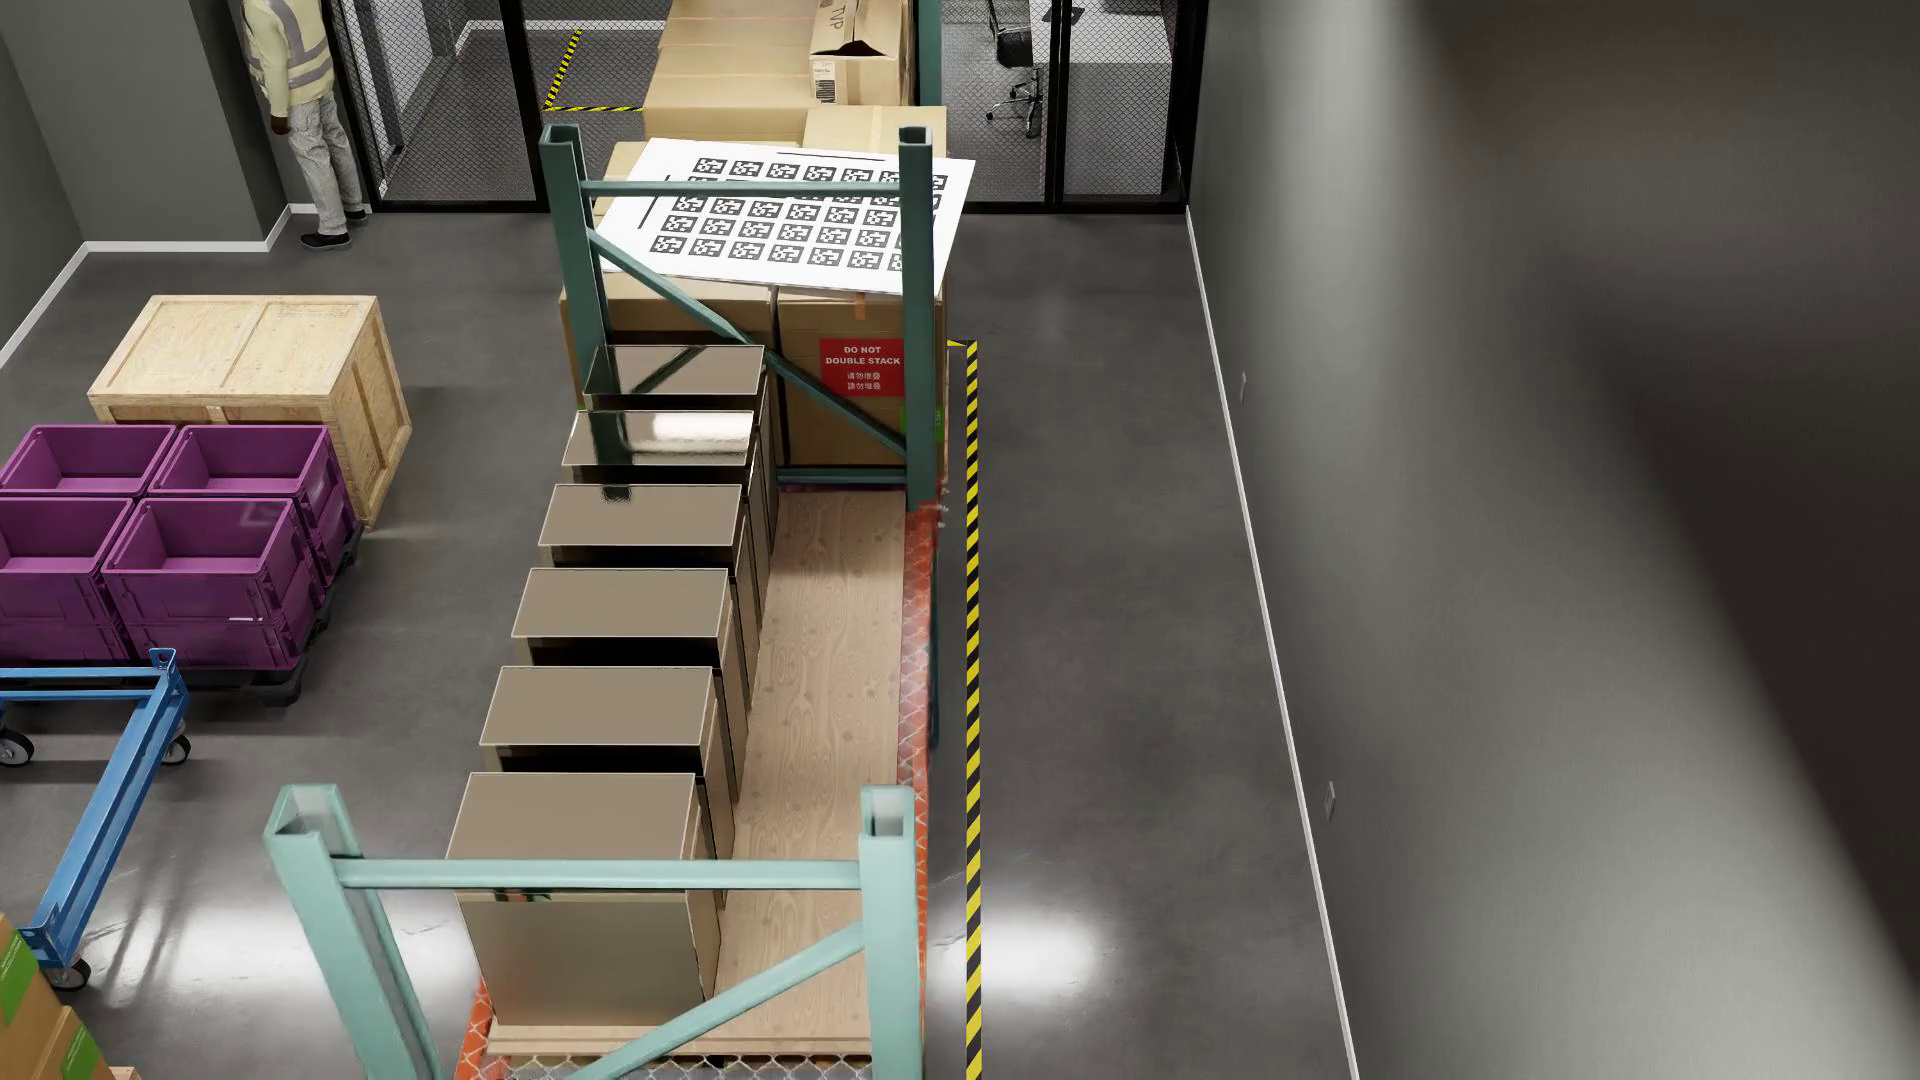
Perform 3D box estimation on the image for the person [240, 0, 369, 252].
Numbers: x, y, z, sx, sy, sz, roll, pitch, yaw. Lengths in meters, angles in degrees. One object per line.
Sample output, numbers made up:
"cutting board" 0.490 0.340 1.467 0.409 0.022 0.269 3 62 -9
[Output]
"person" -3.475 -2.394 8.702 0.404 1.832 0.597 5 41 6
